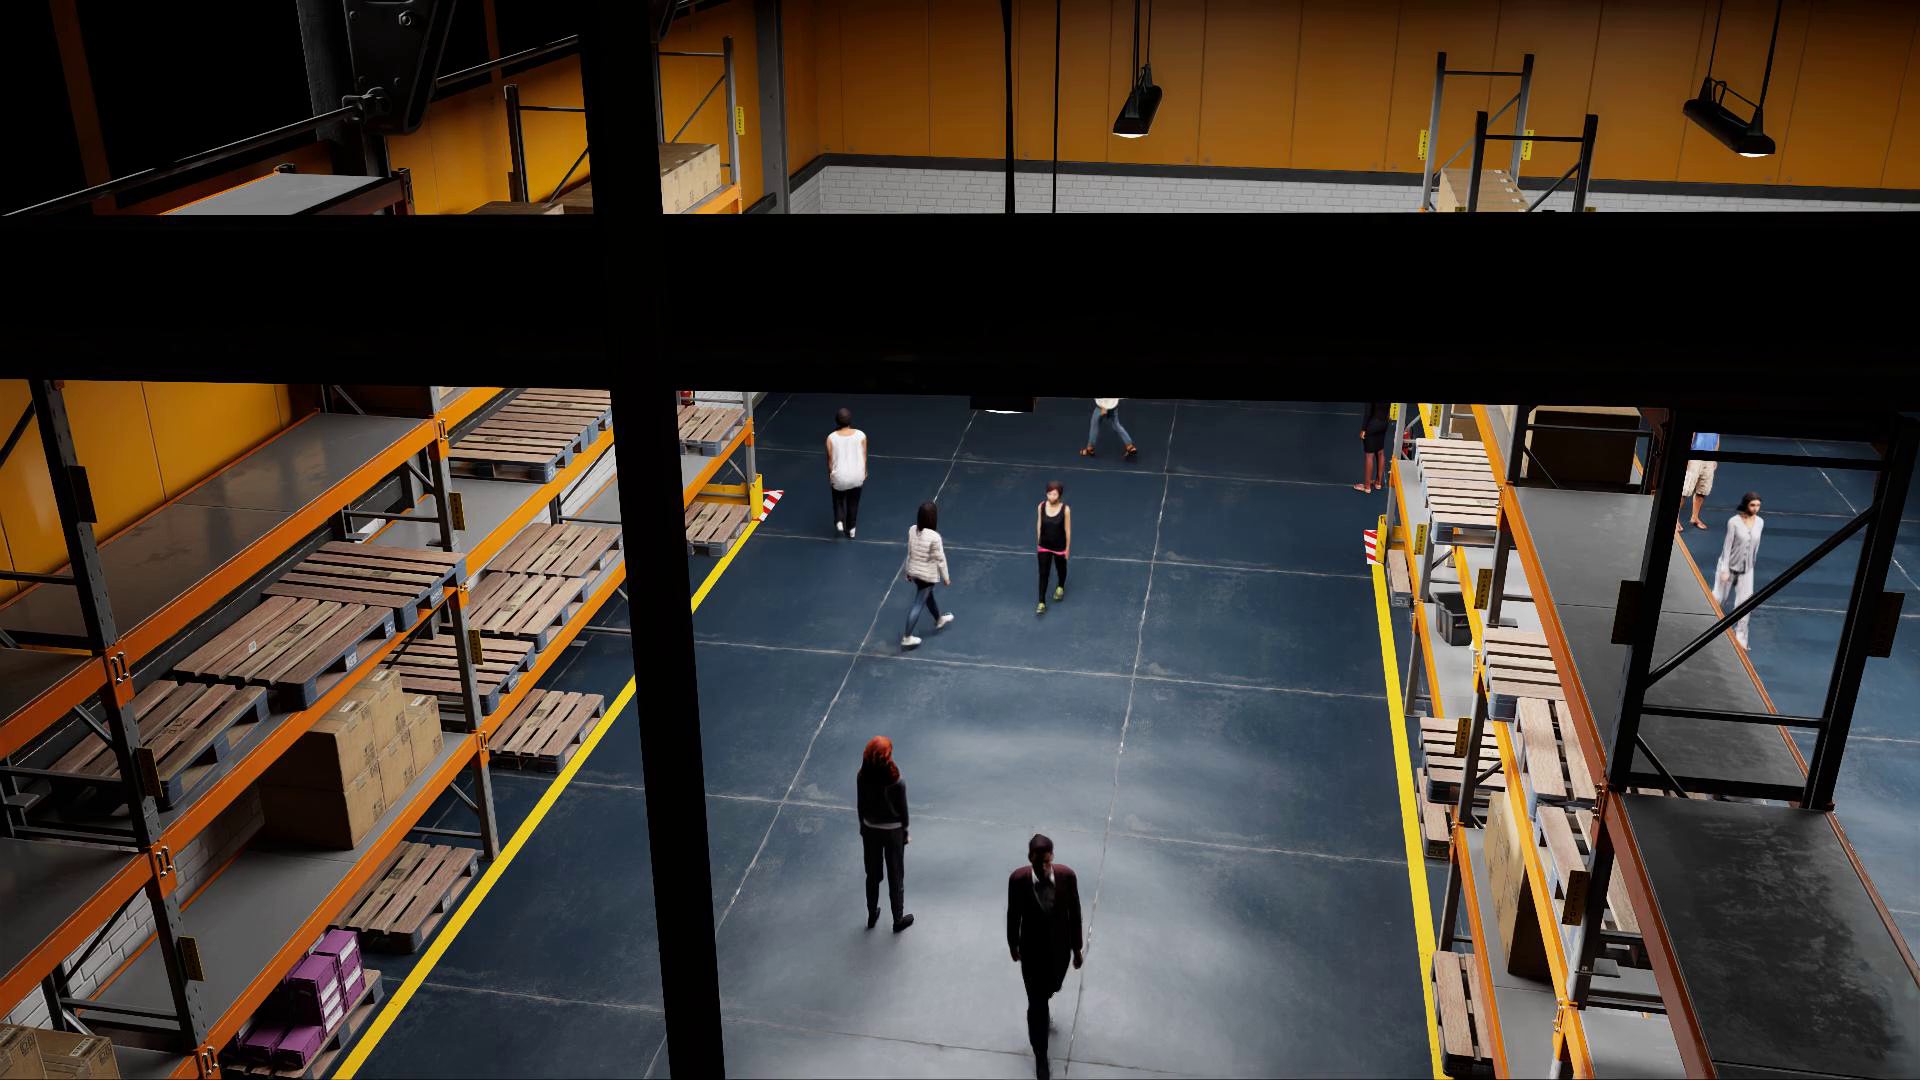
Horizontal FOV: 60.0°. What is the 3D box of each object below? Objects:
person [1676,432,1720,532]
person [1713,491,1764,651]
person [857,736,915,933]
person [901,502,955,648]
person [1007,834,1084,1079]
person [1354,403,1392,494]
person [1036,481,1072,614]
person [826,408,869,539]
[{"bbox_3d":[9.335,-1.040,20.989,0.712,1.863,0.674,-4,24,-9],"label":"person"},{"bbox_3d":[8.403,0.266,18.147,0.708,1.747,0.944,0,24,0],"label":"person"},{"bbox_3d":[-0.614,2.347,13.344,0.614,1.779,0.553,8,25,18],"label":"person"},{"bbox_3d":[-0.440,0.404,18.023,1.161,1.594,1.029,-20,31,-38],"label":"person"},{"bbox_3d":[0.611,2.883,12.039,0.937,1.842,1.256,-4,24,-8],"label":"person"},{"bbox_3d":[5.538,-1.482,22.178,0.674,1.720,0.731,-15,28,-31],"label":"person"},{"bbox_3d":[1.096,0.035,18.971,0.629,1.509,1.032,7,24,15],"label":"person"},{"bbox_3d":[-1.407,-0.813,20.704,0.714,1.675,0.687,-2,24,-4],"label":"person"}]
